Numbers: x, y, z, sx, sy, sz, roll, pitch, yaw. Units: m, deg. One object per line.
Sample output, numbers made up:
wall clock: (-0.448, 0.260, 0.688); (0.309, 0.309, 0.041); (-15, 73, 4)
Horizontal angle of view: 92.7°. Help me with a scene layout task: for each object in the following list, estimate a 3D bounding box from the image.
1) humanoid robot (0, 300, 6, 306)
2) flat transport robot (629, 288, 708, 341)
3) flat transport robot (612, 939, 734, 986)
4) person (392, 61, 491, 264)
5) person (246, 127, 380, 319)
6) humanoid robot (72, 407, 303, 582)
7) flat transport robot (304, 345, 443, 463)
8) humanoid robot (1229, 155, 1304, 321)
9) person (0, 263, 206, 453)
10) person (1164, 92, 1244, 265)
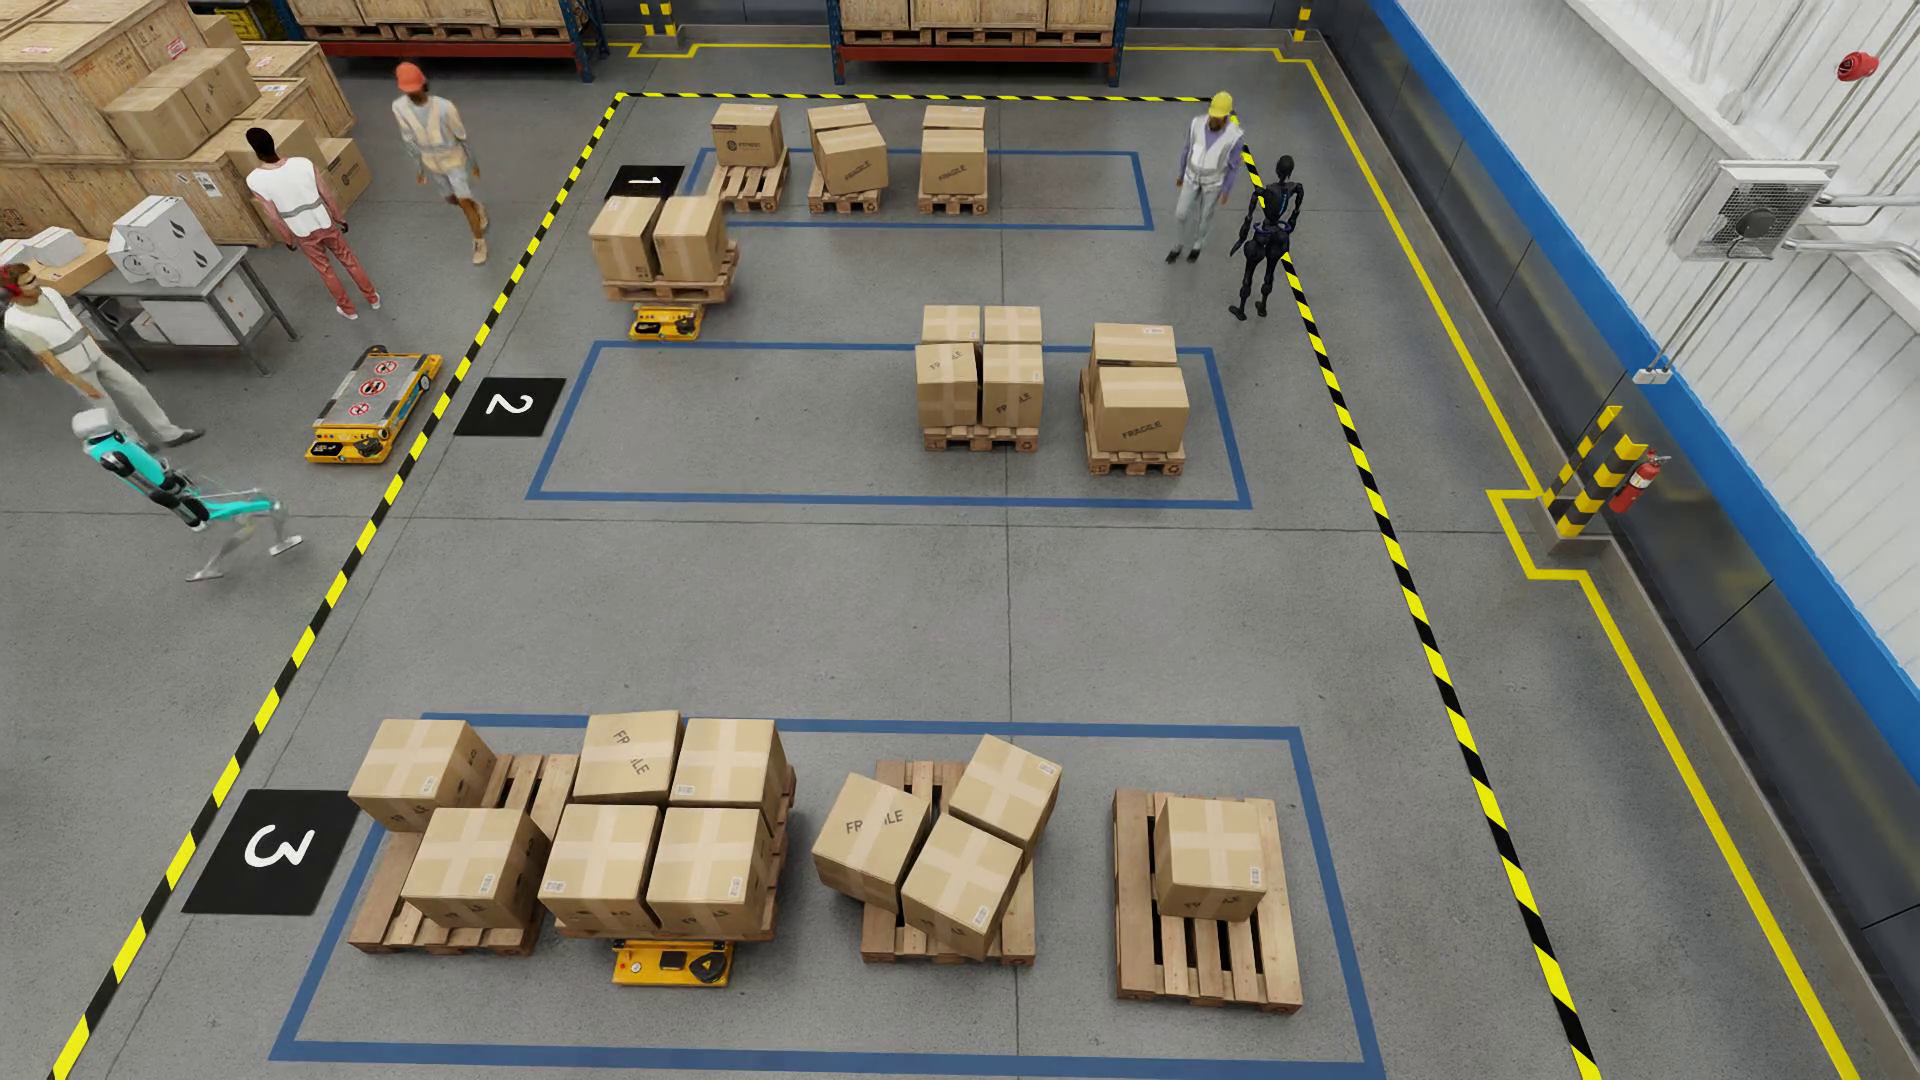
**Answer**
humanoid robot: (-9.688, -2.794, 8.799); (0.801, 1.801, 0.530); (-26, 55, -21)
flat transport robot: (-2.951, -2.596, 9.545); (0.652, 0.197, 1.431); (1, 50, 1)
flat transport robot: (-1.659, 1.971, 5.681); (0.652, 0.197, 1.431); (1, 50, 1)
person: (-5.375, -3.971, 9.586); (0.610, 2.043, 0.639); (-1, 50, -1)
person: (-6.240, -3.020, 8.840); (0.387, 1.921, 0.594); (37, 59, 27)
humanoid robot: (-5.530, -0.355, 6.700); (1.019, 1.729, 0.530); (-35, 58, -26)
flat transport robot: (-5.383, -1.269, 8.441); (0.659, 0.231, 1.431); (1, 50, 1)
humanoid robot: (2.965, -2.917, 8.904); (0.599, 1.655, 0.315); (-8, 50, -7)
person: (-7.181, -1.422, 7.555); (0.617, 1.813, 0.623); (-1, 50, -1)
person: (2.485, -3.655, 9.444); (0.622, 1.813, 0.614); (24, 54, 19)
